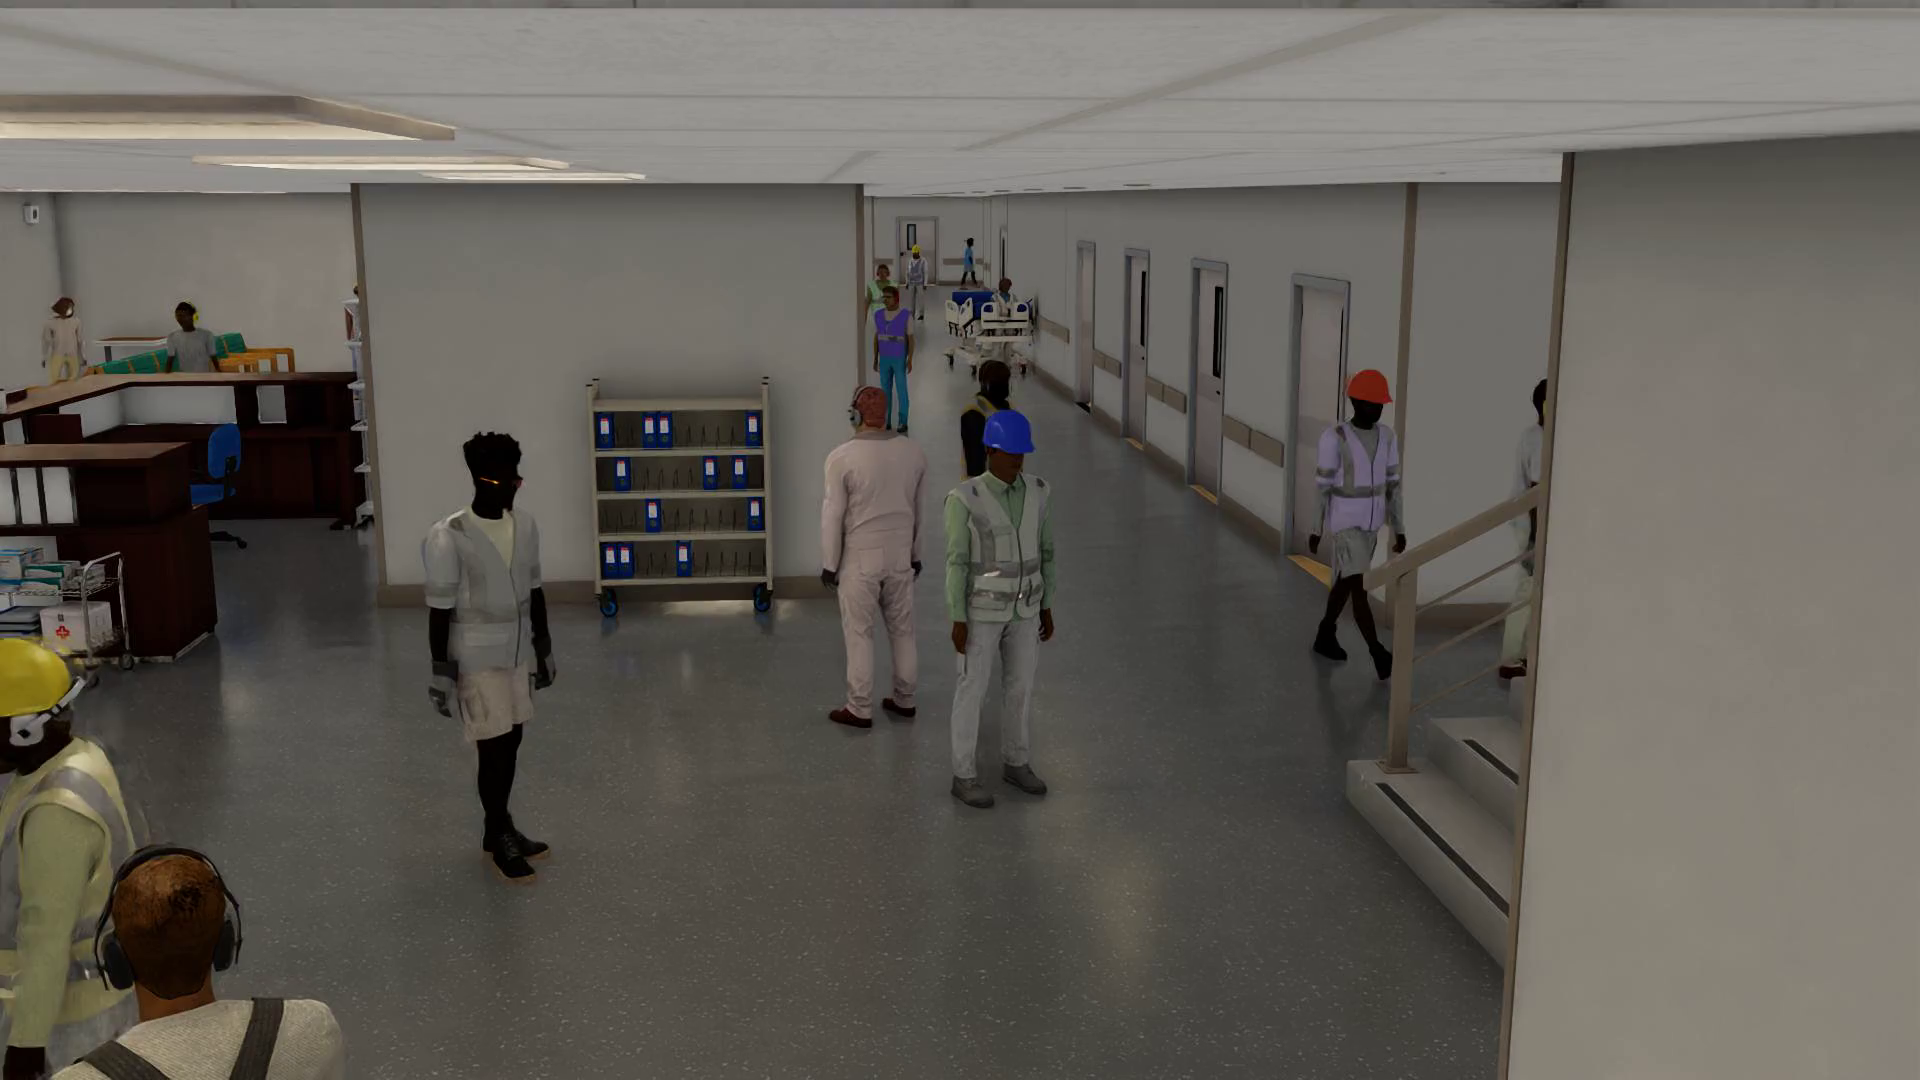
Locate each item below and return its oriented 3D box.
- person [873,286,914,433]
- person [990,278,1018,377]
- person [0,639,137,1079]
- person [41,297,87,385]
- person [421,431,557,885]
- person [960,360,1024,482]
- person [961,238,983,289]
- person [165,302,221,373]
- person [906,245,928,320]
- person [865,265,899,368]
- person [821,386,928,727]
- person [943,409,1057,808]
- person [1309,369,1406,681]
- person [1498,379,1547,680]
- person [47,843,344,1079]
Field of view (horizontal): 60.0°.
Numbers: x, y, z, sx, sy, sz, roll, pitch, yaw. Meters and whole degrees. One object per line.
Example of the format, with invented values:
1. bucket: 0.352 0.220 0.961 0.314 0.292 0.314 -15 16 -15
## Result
1. person: -0.834 -2.282 20.995 0.570 1.843 0.372 7 13 29
2. person: 0.723 -3.498 27.449 0.511 1.637 0.307 -5 13 -25
3. person: -2.400 1.149 4.308 0.591 1.812 0.605 -7 14 -31
4. person: -12.114 -2.454 22.424 0.291 1.607 0.628 11 16 43
5. person: -1.981 0.495 7.147 0.425 1.952 0.657 6 13 27
6. person: 0.232 -0.358 11.691 0.433 1.812 0.675 5 13 24
7. person: 0.399 -9.023 54.367 0.831 1.654 0.549 0 12 1
8. person: -8.465 -1.725 18.400 0.549 1.810 0.992 -1 12 -5
9. person: -1.067 -6.295 40.670 0.590 1.824 0.403 5 13 25
10. person: -1.361 -3.909 29.074 0.591 1.794 0.966 3 12 14
11. person: -0.490 0.088 9.295 0.655 1.899 0.396 -9 14 -36
12. person: 0.200 0.328 8.029 0.601 1.937 0.420 -7 14 -31
13. person: 2.502 -0.105 10.245 0.554 1.879 1.029 -6 13 -25
14. person: 3.548 -0.054 10.120 0.487 1.855 0.577 3 12 15
15. person: -1.303 1.416 2.918 0.517 1.843 0.325 -10 15 -41
